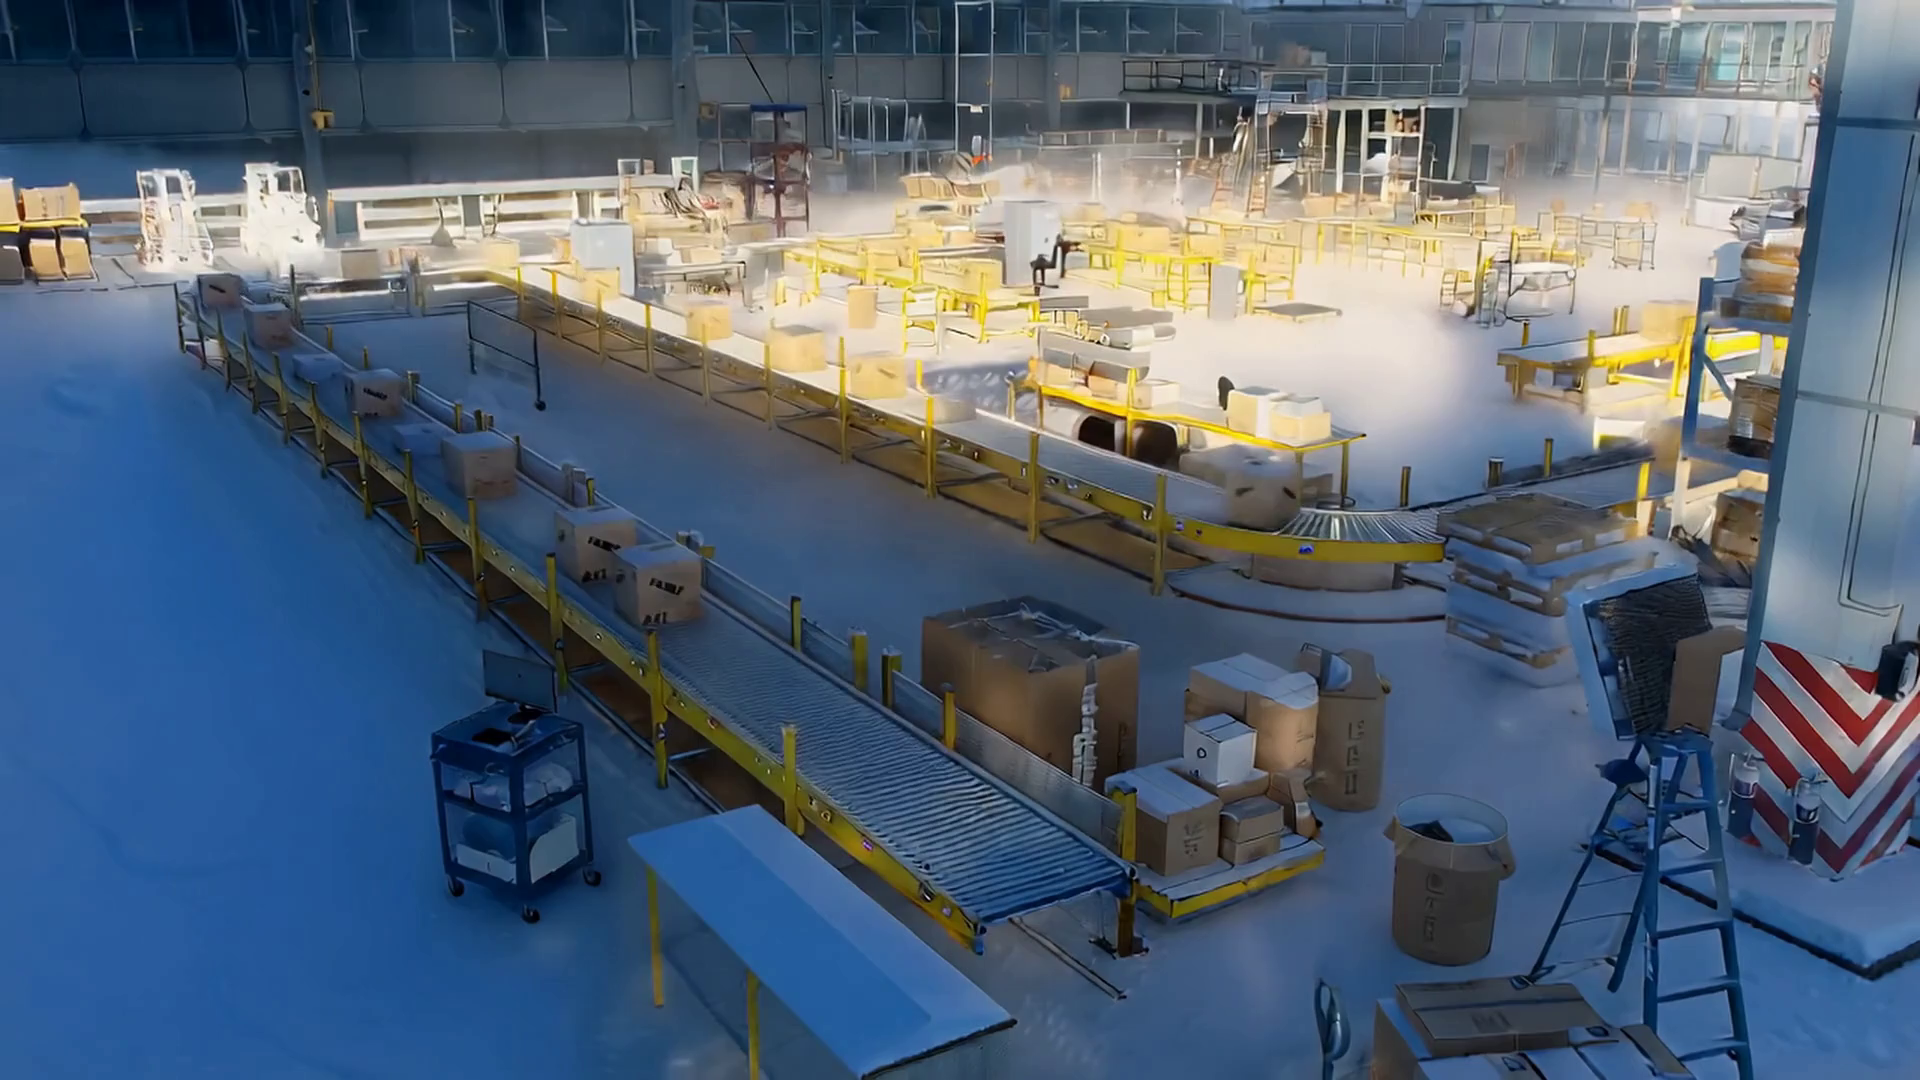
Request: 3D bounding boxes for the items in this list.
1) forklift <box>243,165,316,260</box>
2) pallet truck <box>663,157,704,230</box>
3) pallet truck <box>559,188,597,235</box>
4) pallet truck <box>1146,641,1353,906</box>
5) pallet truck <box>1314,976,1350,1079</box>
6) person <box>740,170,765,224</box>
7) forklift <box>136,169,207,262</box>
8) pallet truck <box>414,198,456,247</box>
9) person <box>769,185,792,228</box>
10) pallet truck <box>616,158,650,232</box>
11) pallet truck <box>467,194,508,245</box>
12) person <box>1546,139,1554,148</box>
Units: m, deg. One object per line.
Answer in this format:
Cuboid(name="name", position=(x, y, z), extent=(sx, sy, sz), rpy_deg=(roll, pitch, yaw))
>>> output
Cuboid(name="forklift", position=(-15.898, -7.669, 38.708), extent=(1.157, 1.987, 2.680), rpy_deg=(-11, 20, -33))
Cuboid(name="pallet truck", position=(-7.586, -9.308, 44.692), extent=(0.823, 1.965, 1.885), rpy_deg=(-11, 20, -33))
Cuboid(name="pallet truck", position=(-10.010, -8.652, 43.699), extent=(0.653, 1.274, 1.630), rpy_deg=(-10, 20, -31))
Cuboid(name="pallet truck", position=(1.664, 1.407, 10.232), extent=(1.630, 1.274, 0.653), rpy_deg=(-10, 20, -31))
Cuboid(name="pallet truck", position=(2.299, 2.390, 7.086), extent=(1.601, 1.201, 0.680), rpy_deg=(-2, 17, -7))
Cuboid(name="person", position=(-4.910, -7.769, 39.515), extent=(0.644, 2.029, 0.421), rpy_deg=(7, 18, 21))
Cuboid(name="forklift", position=(-17.842, -7.318, 37.559), extent=(1.157, 1.987, 2.680), rpy_deg=(-10, 20, -31))
Cuboid(name="pallet truck", position=(-13.250, -8.060, 41.856), extent=(0.680, 1.201, 1.601), rpy_deg=(-10, 20, -31))
Cuboid(name="person", position=(-4.911, -9.474, 45.436), extent=(0.657, 1.889, 0.634), rpy_deg=(0, 17, 1))
Cuboid(name="pallet truck", position=(-8.918, -9.176, 44.255), extent=(0.823, 1.965, 1.885), rpy_deg=(-9, 19, -27))
Cuboid(name="pallet truck", position=(-11.983, -8.177, 42.137), extent=(0.704, 1.261, 1.522), rpy_deg=(-11, 20, -33))
Cuboid(name="person", position=(22.709, -14.937, 64.089), extent=(0.519, 1.588, 0.830), rpy_deg=(8, 18, 25))
